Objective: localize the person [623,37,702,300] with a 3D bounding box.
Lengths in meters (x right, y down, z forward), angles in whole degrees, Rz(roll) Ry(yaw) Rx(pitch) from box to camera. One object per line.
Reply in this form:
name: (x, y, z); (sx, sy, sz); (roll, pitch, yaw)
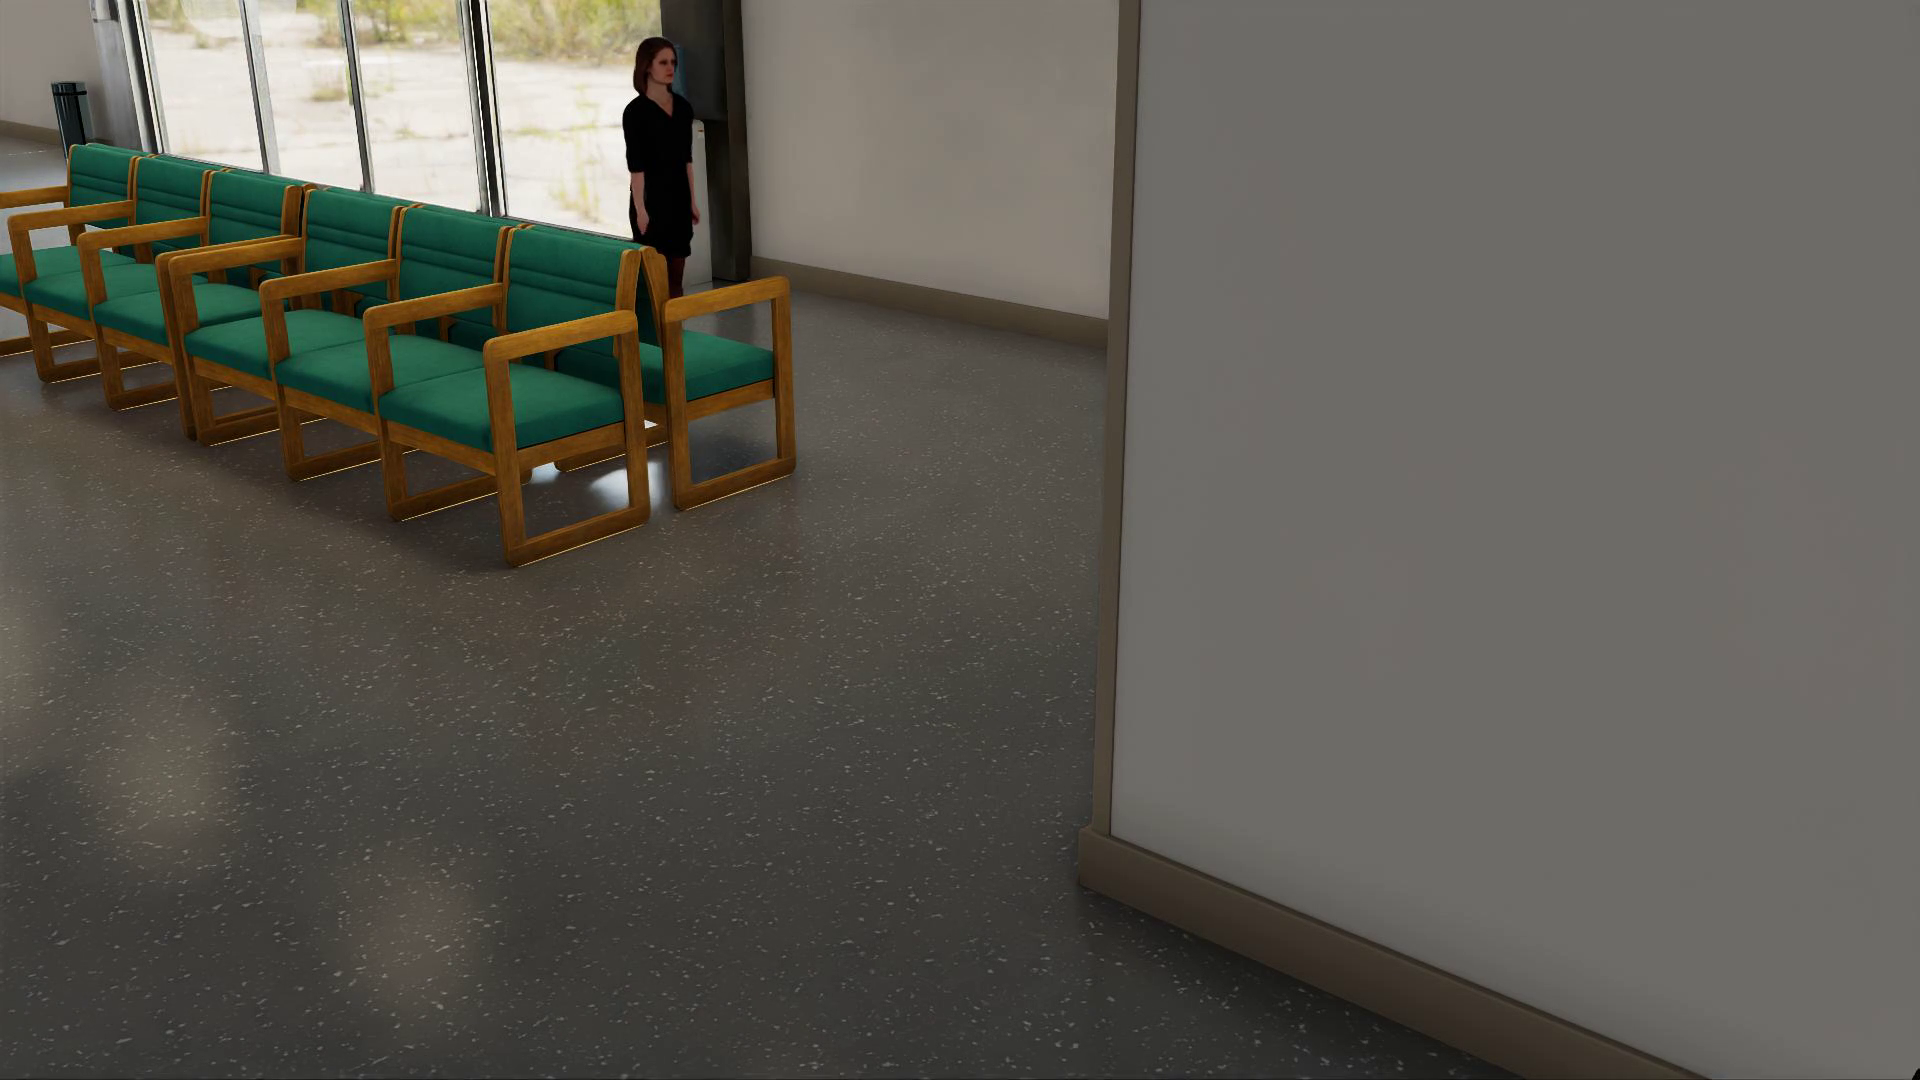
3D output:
person: (-1.526, -1.687, 8.493); (0.647, 1.705, 0.443); (16, 26, 35)
